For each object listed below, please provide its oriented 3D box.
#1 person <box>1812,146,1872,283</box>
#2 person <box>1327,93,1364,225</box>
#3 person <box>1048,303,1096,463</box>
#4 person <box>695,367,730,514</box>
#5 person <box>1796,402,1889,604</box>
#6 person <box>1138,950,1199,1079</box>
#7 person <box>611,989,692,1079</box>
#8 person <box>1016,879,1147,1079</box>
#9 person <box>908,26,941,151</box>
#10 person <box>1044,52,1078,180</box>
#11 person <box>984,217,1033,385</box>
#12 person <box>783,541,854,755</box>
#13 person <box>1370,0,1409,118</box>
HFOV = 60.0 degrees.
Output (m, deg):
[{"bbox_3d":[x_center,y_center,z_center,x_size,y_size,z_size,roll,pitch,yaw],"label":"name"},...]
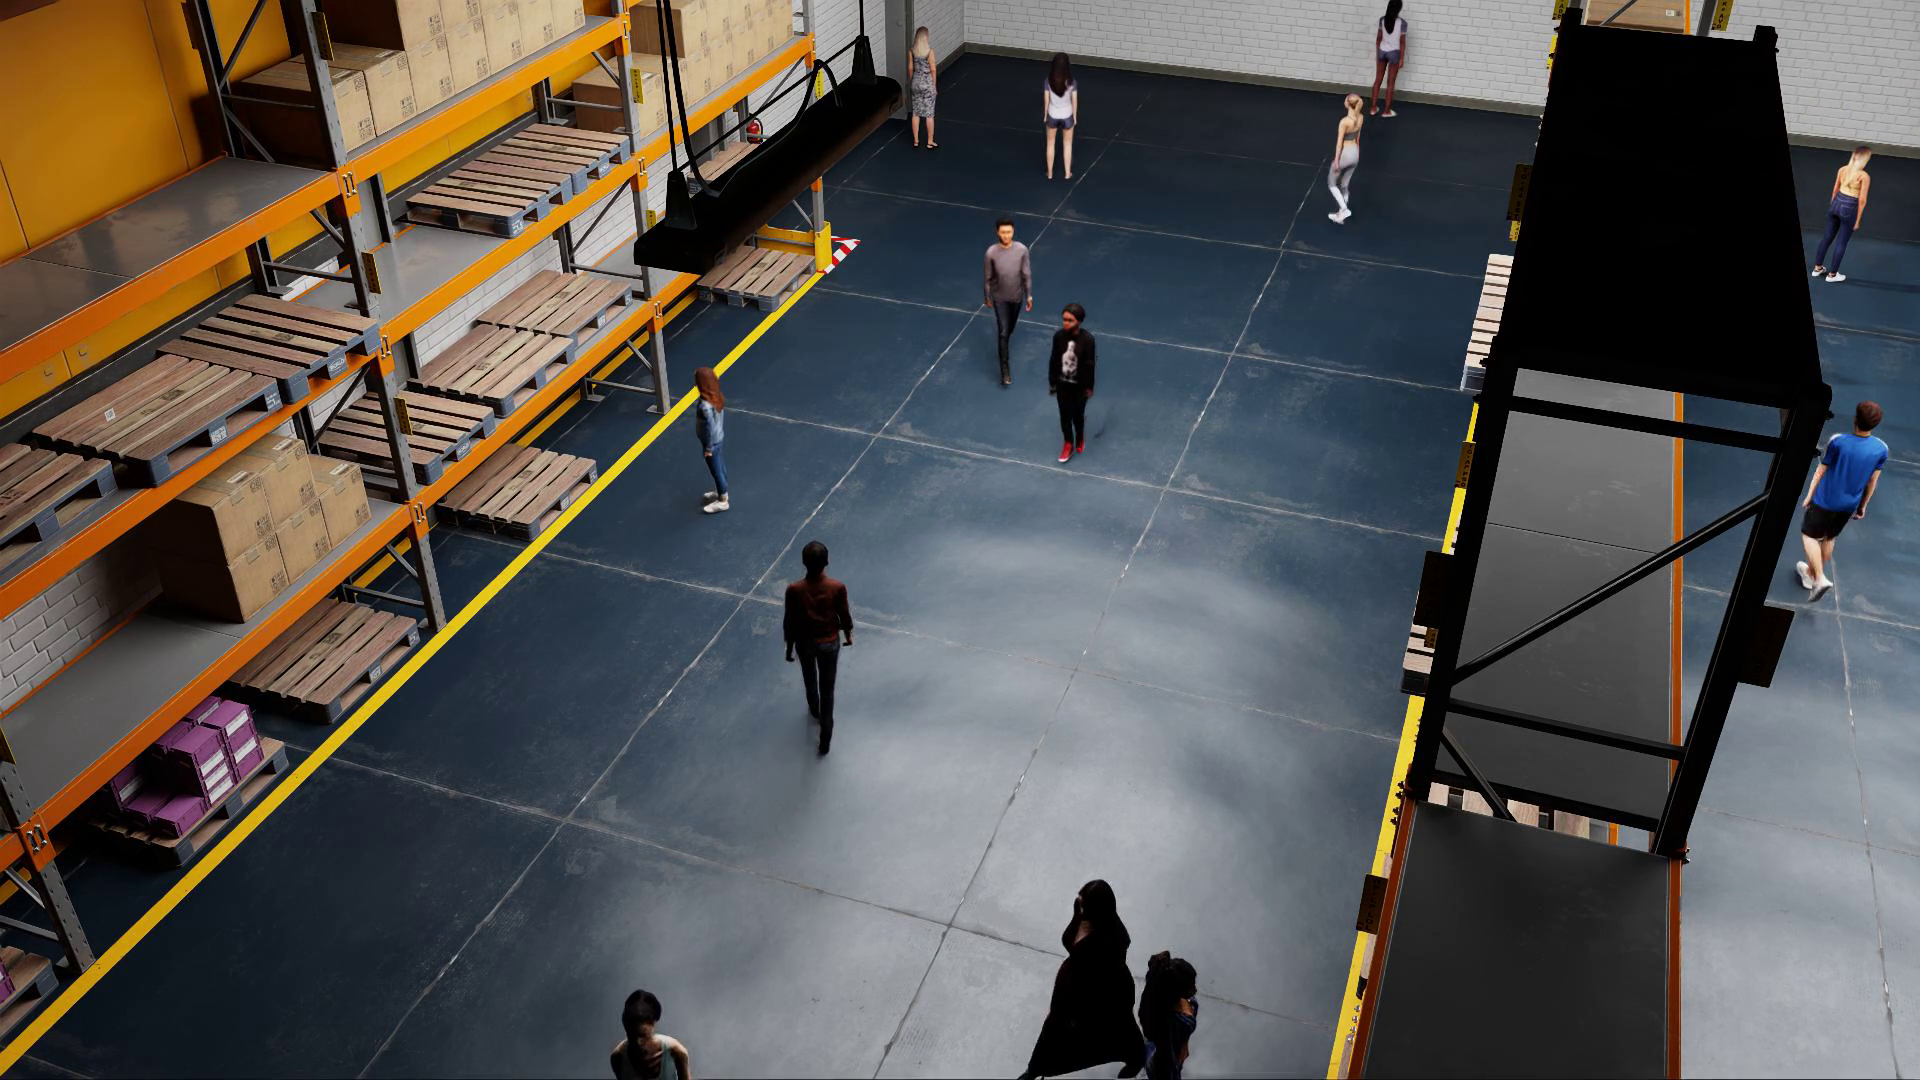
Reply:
[{"bbox_3d":[10.420,-3.859,19.616,0.706,1.628,0.651,-16,37,-22],"label":"person"},{"bbox_3d":[4.919,-4.760,20.916,0.754,1.688,0.808,-18,38,-25],"label":"person"},{"bbox_3d":[1.114,-1.552,16.112,0.610,1.666,0.637,13,36,18],"label":"person"},{"bbox_3d":[-2.280,-0.945,15.369,0.689,1.477,0.554,-1,34,-1],"label":"person"},{"bbox_3d":[7.421,-0.299,14.055,0.814,1.855,1.089,4,34,6],"label":"person"},{"bbox_3d":[1.169,2.940,9.397,0.710,1.617,0.540,6,34,8],"label":"person"},{"bbox_3d":[-1.621,3.089,9.072,0.994,1.729,1.241,-6,34,-9],"label":"person"},{"bbox_3d":[0.896,2.619,9.805,1.140,1.699,1.056,-16,37,-22],"label":"person"},{"bbox_3d":[-0.531,-6.316,23.243,0.595,1.705,0.540,17,37,23],"label":"person"},{"bbox_3d":[1.331,-5.685,22.292,0.648,1.706,0.603,3,34,4],"label":"person"},{"bbox_3d":[0.502,-2.601,17.630,1.032,1.731,1.230,-1,34,-2],"label":"person"},{"bbox_3d":[-1.060,0.848,12.420,0.886,1.755,1.033,-2,34,-3],"label":"person"},{"bbox_3d":[6.285,-7.095,24.398,0.671,1.723,0.646,26,41,33],"label":"person"}]
